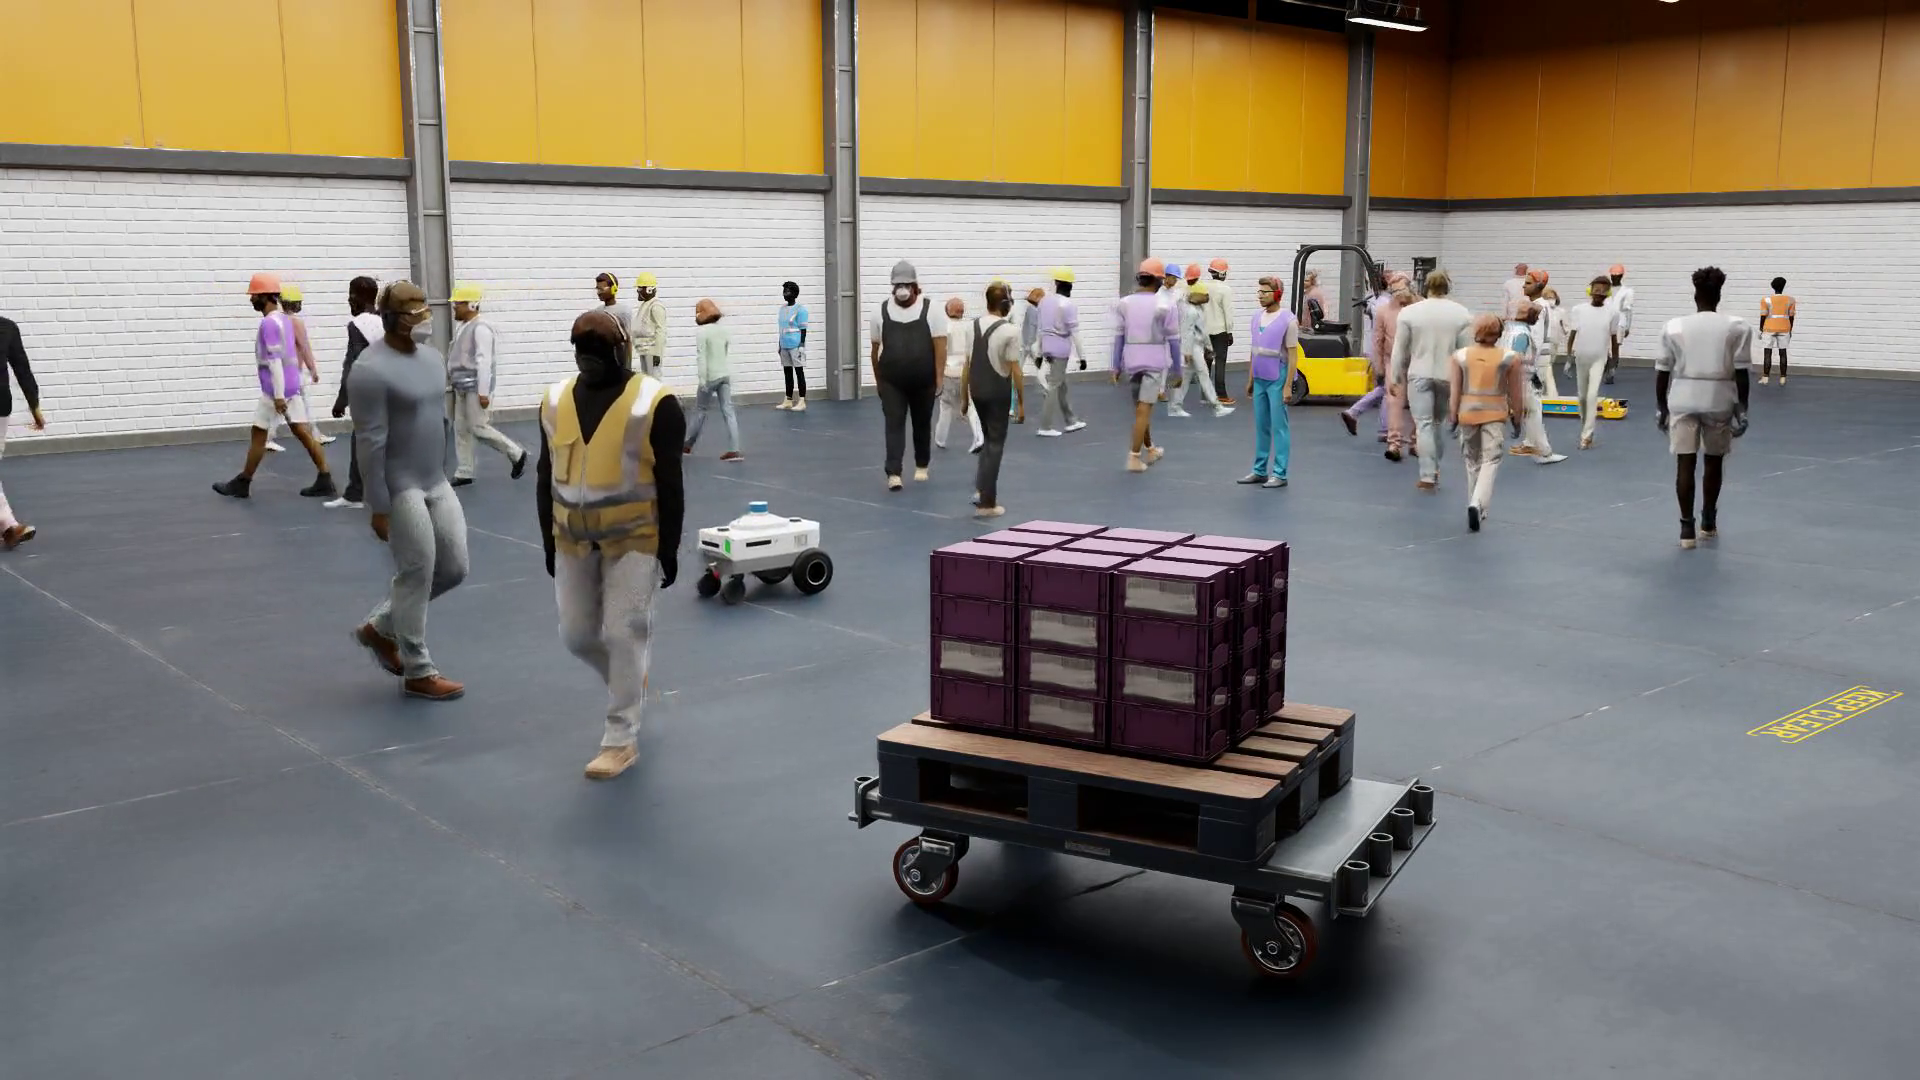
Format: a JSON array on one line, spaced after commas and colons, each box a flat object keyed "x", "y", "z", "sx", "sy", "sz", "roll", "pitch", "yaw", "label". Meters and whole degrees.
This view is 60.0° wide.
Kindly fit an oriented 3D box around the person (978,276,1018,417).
[{"x": 0.467, "y": -2.429, "z": 20.965, "sx": 0.533, "sy": 1.767, "sz": 0.326, "roll": -3, "pitch": 10, "yaw": -18, "label": "person"}]

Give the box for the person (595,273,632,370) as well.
[{"x": -3.422, "y": -1.694, "z": 16.396, "sx": 0.513, "sy": 1.861, "sz": 0.316, "roll": 7, "pitch": 12, "yaw": 34, "label": "person"}]

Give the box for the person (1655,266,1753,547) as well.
[{"x": 5.236, "y": -0.947, "z": 11.762, "sx": 0.619, "sy": 1.933, "sz": 0.901, "roll": 4, "pitch": 11, "yaw": 23, "label": "person"}]

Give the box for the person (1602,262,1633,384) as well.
[{"x": 10.346, "y": -3.428, "z": 26.351, "sx": 0.573, "sy": 1.924, "sz": 0.493, "roll": 7, "pitch": 12, "yaw": 34, "label": "person"}]

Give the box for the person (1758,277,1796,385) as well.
[{"x": 12.836, "y": -3.285, "z": 26.166, "sx": 0.537, "sy": 1.699, "sz": 0.321, "roll": 2, "pitch": 10, "yaw": 10, "label": "person"}]

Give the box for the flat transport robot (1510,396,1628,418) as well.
[{"x": 7.666, "y": -1.700, "z": 21.065, "sx": 1.431, "sy": 0.197, "sz": 0.652, "roll": 5, "pitch": 11, "yaw": 26, "label": "flat transport robot"}]

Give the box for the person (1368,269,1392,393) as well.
[{"x": 6.155, "y": -2.981, "z": 24.019, "sx": 0.437, "sy": 1.830, "sz": 0.636, "roll": 1, "pitch": 10, "yaw": 4, "label": "person"}]

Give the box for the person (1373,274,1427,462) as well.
[{"x": 4.406, "y": -1.701, "z": 16.453, "sx": 0.625, "sy": 1.845, "sz": 0.981, "roll": 2, "pitch": 10, "yaw": 14, "label": "person"}]

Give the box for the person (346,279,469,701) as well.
[{"x": -2.538, "y": -0.220, "z": 7.575, "sx": 0.513, "sy": 1.919, "sz": 0.644, "roll": 3, "pitch": 10, "yaw": 16, "label": "person"}]

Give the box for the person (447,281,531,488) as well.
[{"x": -4.185, "y": -1.352, "z": 14.543, "sx": 0.698, "sy": 1.814, "sz": 0.600, "roll": -6, "pitch": 12, "yaw": -33, "label": "person"}]

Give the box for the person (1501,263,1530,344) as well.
[{"x": 9.964, "y": -3.980, "z": 29.633, "sx": 0.652, "sy": 1.906, "sz": 0.403, "roll": 2, "pitch": 10, "yaw": 10, "label": "person"}]

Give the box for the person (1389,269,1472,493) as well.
[{"x": 4.050, "y": -1.384, "z": 14.455, "sx": 0.638, "sy": 1.905, "sz": 0.885, "roll": 0, "pitch": 10, "yaw": -3, "label": "person"}]

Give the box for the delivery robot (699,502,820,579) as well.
[{"x": -1.194, "y": 0.015, "z": 9.924, "sx": 0.707, "sy": 0.478, "sz": 0.477, "roll": -8, "pitch": 13, "yaw": -40, "label": "delivery robot"}]

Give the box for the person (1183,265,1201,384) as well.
[{"x": 3.691, "y": -3.401, "z": 26.323, "sx": 0.357, "sy": 1.876, "sz": 0.712, "roll": 1, "pitch": 10, "yaw": 5, "label": "person"}]

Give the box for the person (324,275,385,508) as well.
[{"x": -4.605, "y": -1.156, "z": 13.209, "sx": 0.975, "sy": 1.882, "sz": 0.609, "roll": 0, "pitch": 10, "yaw": 2, "label": "person"}]

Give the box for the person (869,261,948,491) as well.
[{"x": -0.452, "y": -1.481, "z": 14.611, "sx": 0.685, "sy": 2.000, "sz": 1.060, "roll": 0, "pitch": 10, "yaw": -1, "label": "person"}]

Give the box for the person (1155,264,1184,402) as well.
[{"x": 2.798, "y": -2.876, "z": 23.173, "sx": 0.662, "sy": 1.918, "sz": 0.494, "roll": -4, "pitch": 10, "yaw": -21, "label": "person"}]

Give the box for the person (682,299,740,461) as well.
[{"x": -2.524, "y": -1.591, "z": 16.537, "sx": 0.842, "sy": 1.589, "sz": 0.507, "roll": 6, "pitch": 12, "yaw": 34, "label": "person"}]

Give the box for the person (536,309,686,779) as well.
[{"x": -1.374, "y": -0.006, "z": 6.628, "sx": 0.627, "sy": 1.826, "sz": 0.619, "roll": 3, "pitch": 10, "yaw": 15, "label": "person"}]

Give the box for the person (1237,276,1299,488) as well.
[{"x": 2.742, "y": -1.381, "z": 14.588, "sx": 0.393, "sy": 1.847, "sz": 0.563, "roll": -5, "pitch": 11, "yaw": -28, "label": "person"}]

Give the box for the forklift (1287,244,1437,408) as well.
[{"x": 5.256, "y": -2.933, "z": 22.661, "sx": 2.313, "sy": 2.155, "sz": 1.214, "roll": 3, "pitch": 10, "yaw": 16, "label": "forklift"}]

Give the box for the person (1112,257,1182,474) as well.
[{"x": 1.821, "y": -1.647, "z": 15.696, "sx": 0.630, "sy": 1.995, "sz": 1.006, "roll": 6, "pitch": 11, "yaw": 32, "label": "person"}]

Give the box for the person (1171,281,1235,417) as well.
[{"x": 3.047, "y": -2.372, "z": 20.825, "sx": 0.877, "sy": 1.703, "sz": 0.493, "roll": 3, "pitch": 10, "yaw": 17, "label": "person"}]

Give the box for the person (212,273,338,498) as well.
[{"x": -5.735, "y": -1.282, "z": 13.911, "sx": 1.015, "sy": 1.882, "sz": 0.565, "roll": -1, "pitch": 10, "yaw": -4, "label": "person"}]

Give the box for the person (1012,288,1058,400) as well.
[{"x": 0.984, "y": -2.745, "z": 23.354, "sx": 0.828, "sy": 1.577, "sz": 0.488, "roll": -2, "pitch": 10, "yaw": -12, "label": "person"}]

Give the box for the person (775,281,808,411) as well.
[{"x": -2.200, "y": -2.531, "z": 21.766, "sx": 0.532, "sy": 1.696, "sz": 0.319, "roll": 9, "pitch": 13, "yaw": 43, "label": "person"}]

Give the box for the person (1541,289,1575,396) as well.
[{"x": 8.044, "y": -2.623, "z": 22.638, "sx": 0.603, "sy": 1.568, "sz": 0.865, "roll": -1, "pitch": 10, "yaw": -7, "label": "person"}]

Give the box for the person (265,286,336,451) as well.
[{"x": -6.993, "y": -1.794, "z": 17.405, "sx": 0.543, "sy": 1.715, "sz": 0.924, "roll": 8, "pitch": 12, "yaw": 38, "label": "person"}]

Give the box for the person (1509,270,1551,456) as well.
[{"x": 5.797, "y": -1.788, "z": 16.864, "sx": 0.345, "sy": 1.883, "sz": 0.584, "roll": 4, "pitch": 10, "yaw": 20, "label": "person"}]

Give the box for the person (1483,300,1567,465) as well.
[{"x": 5.481, "y": -1.536, "z": 16.235, "sx": 0.832, "sy": 1.592, "sz": 0.505, "roll": 2, "pitch": 10, "yaw": 9, "label": "person"}]

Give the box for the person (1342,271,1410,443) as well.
[{"x": 4.538, "y": -1.971, "z": 17.991, "sx": 0.658, "sy": 1.868, "sz": 0.726, "roll": 3, "pitch": 10, "yaw": 14, "label": "person"}]

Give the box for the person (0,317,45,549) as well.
[{"x": -6.708, "y": -0.913, "z": 11.548, "sx": 1.016, "sy": 1.941, "sz": 0.644, "roll": 5, "pitch": 11, "yaw": 27, "label": "person"}]

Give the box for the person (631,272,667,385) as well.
[{"x": -3.677, "y": -2.243, "z": 19.679, "sx": 0.404, "sy": 1.830, "sz": 0.602, "roll": -5, "pitch": 11, "yaw": -27, "label": "person"}]

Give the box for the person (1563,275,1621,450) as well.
[{"x": 6.729, "y": -1.897, "z": 17.689, "sx": 0.526, "sy": 1.833, "sz": 0.903, "roll": 5, "pitch": 11, "yaw": 29, "label": "person"}]

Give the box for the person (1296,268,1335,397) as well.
[{"x": 5.101, "y": -2.981, "z": 23.945, "sx": 0.940, "sy": 1.859, "sz": 0.663, "roll": 2, "pitch": 10, "yaw": 9, "label": "person"}]

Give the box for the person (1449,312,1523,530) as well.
[{"x": 3.911, "y": -0.892, "z": 12.428, "sx": 0.526, "sy": 1.608, "sz": 0.779, "roll": 6, "pitch": 11, "yaw": 30, "label": "person"}]

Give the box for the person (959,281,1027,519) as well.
[{"x": 0.274, "y": -1.080, "z": 12.874, "sx": 0.557, "sy": 1.826, "sz": 0.492, "roll": 8, "pitch": 13, "yaw": 39, "label": "person"}]

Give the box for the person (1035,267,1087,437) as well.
[{"x": 1.217, "y": -2.114, "z": 18.732, "sx": 0.876, "sy": 1.890, "sz": 0.623, "roll": -6, "pitch": 11, "yaw": -32, "label": "person"}]

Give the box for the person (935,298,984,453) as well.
[{"x": -0.017, "y": -1.701, "z": 17.218, "sx": 0.553, "sy": 1.594, "sz": 0.879, "roll": -4, "pitch": 11, "yaw": -23, "label": "person"}]

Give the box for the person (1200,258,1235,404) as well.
[{"x": 3.518, "y": -2.856, "z": 22.790, "sx": 0.379, "sy": 1.996, "sz": 0.611, "roll": -7, "pitch": 12, "yaw": -36, "label": "person"}]
